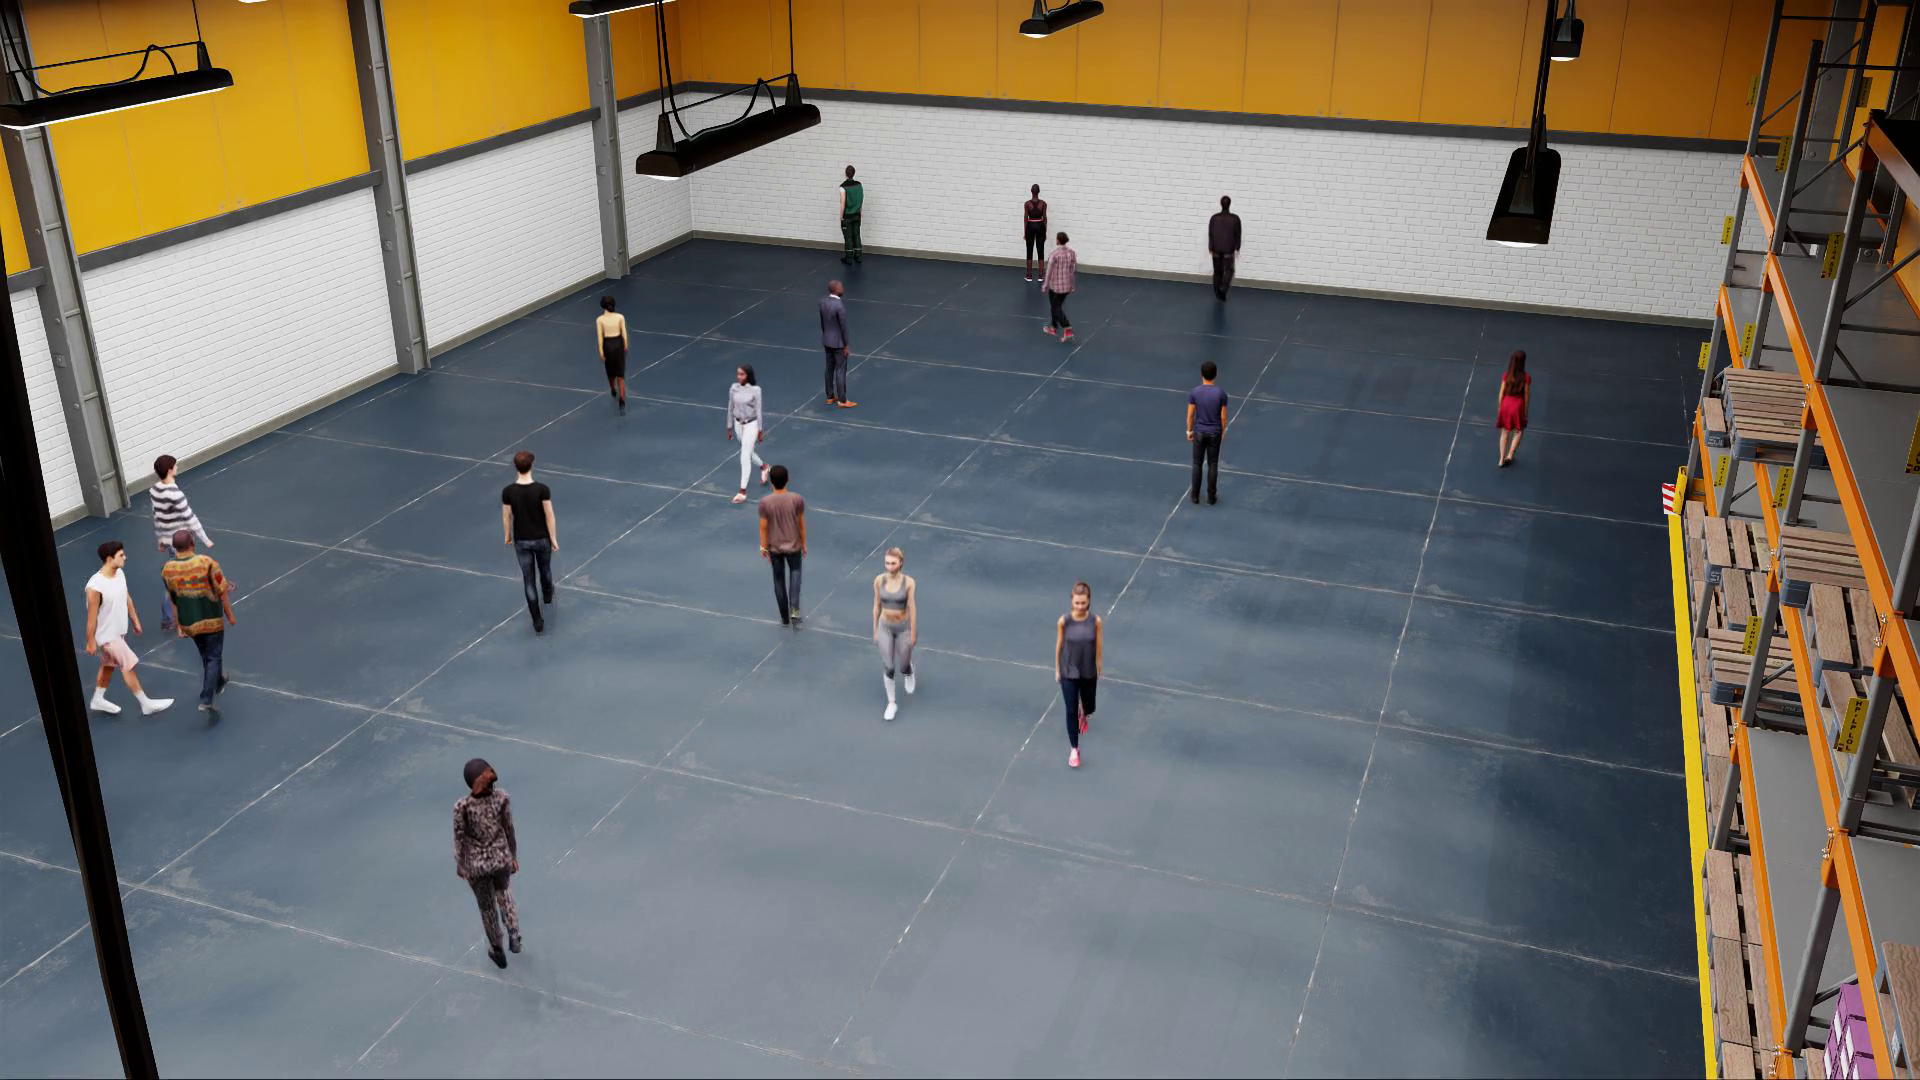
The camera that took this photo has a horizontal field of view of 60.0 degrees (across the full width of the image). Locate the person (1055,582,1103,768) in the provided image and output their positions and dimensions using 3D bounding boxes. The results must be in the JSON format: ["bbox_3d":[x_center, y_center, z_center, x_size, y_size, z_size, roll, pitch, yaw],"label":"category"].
[{"bbox_3d":[1.045,1.150,14.768,0.720,1.710,0.922,1,24,2],"label":"person"}]

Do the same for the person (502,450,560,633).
[{"bbox_3d":[-4.413,0.052,17.104,1.093,1.852,1.286,-4,24,-10],"label":"person"}]

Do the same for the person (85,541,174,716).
[{"bbox_3d":[-7.969,0.862,15.404,0.956,1.728,1.072,2,24,4],"label":"person"}]

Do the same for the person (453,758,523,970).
[{"bbox_3d":[-3.366,2.371,11.984,0.722,1.702,0.783,-17,29,-33],"label":"person"}]

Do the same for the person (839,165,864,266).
[{"bbox_3d":[-2.056,-6.119,31.232,0.704,1.842,0.806,-17,29,-34],"label":"person"}]

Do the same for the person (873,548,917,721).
[{"bbox_3d":[-0.590,0.823,15.543,0.643,1.689,0.882,4,24,10],"label":"person"}]

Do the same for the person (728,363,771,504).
[{"bbox_3d":[-2.587,-1.372,20.559,0.707,1.692,1.175,12,26,26],"label":"person"}]

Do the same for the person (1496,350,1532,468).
[{"bbox_3d":[7.110,-1.673,21.436,0.619,1.541,0.671,14,27,29],"label":"person"}]

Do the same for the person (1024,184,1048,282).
[{"bbox_3d":[1.360,-5.564,30.069,0.647,1.758,0.641,0,24,-1],"label":"person"}]

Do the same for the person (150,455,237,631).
[{"bbox_3d":[-8.131,0.067,17.133,0.919,1.800,1.248,18,29,35],"label":"person"}]

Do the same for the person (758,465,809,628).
[{"bbox_3d":[-1.801,0.097,17.096,0.765,1.775,0.789,-3,24,-8],"label":"person"}]

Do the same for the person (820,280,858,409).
[{"bbox_3d":[-1.762,-2.800,23.663,0.781,1.824,0.784,-19,30,-37],"label":"person"}]

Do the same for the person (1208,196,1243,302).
[{"bbox_3d":[4.549,-4.993,28.678,0.742,1.824,0.962,7,25,15],"label":"person"}]

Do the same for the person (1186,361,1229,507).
[{"bbox_3d":[3.004,-1.292,20.267,0.670,1.781,0.630,4,24,9],"label":"person"}]

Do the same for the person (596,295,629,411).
[{"bbox_3d":[-4.873,-2.616,23.502,0.913,1.615,1.117,-5,24,-11],"label":"person"}]

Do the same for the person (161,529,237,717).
[{"bbox_3d":[-7.085,0.785,15.520,0.991,1.776,1.269,-1,24,-2],"label":"person"}]

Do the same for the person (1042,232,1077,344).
[{"bbox_3d":[1.627,-4.040,26.586,1.142,1.755,1.091,-19,30,-36],"label":"person"}]
